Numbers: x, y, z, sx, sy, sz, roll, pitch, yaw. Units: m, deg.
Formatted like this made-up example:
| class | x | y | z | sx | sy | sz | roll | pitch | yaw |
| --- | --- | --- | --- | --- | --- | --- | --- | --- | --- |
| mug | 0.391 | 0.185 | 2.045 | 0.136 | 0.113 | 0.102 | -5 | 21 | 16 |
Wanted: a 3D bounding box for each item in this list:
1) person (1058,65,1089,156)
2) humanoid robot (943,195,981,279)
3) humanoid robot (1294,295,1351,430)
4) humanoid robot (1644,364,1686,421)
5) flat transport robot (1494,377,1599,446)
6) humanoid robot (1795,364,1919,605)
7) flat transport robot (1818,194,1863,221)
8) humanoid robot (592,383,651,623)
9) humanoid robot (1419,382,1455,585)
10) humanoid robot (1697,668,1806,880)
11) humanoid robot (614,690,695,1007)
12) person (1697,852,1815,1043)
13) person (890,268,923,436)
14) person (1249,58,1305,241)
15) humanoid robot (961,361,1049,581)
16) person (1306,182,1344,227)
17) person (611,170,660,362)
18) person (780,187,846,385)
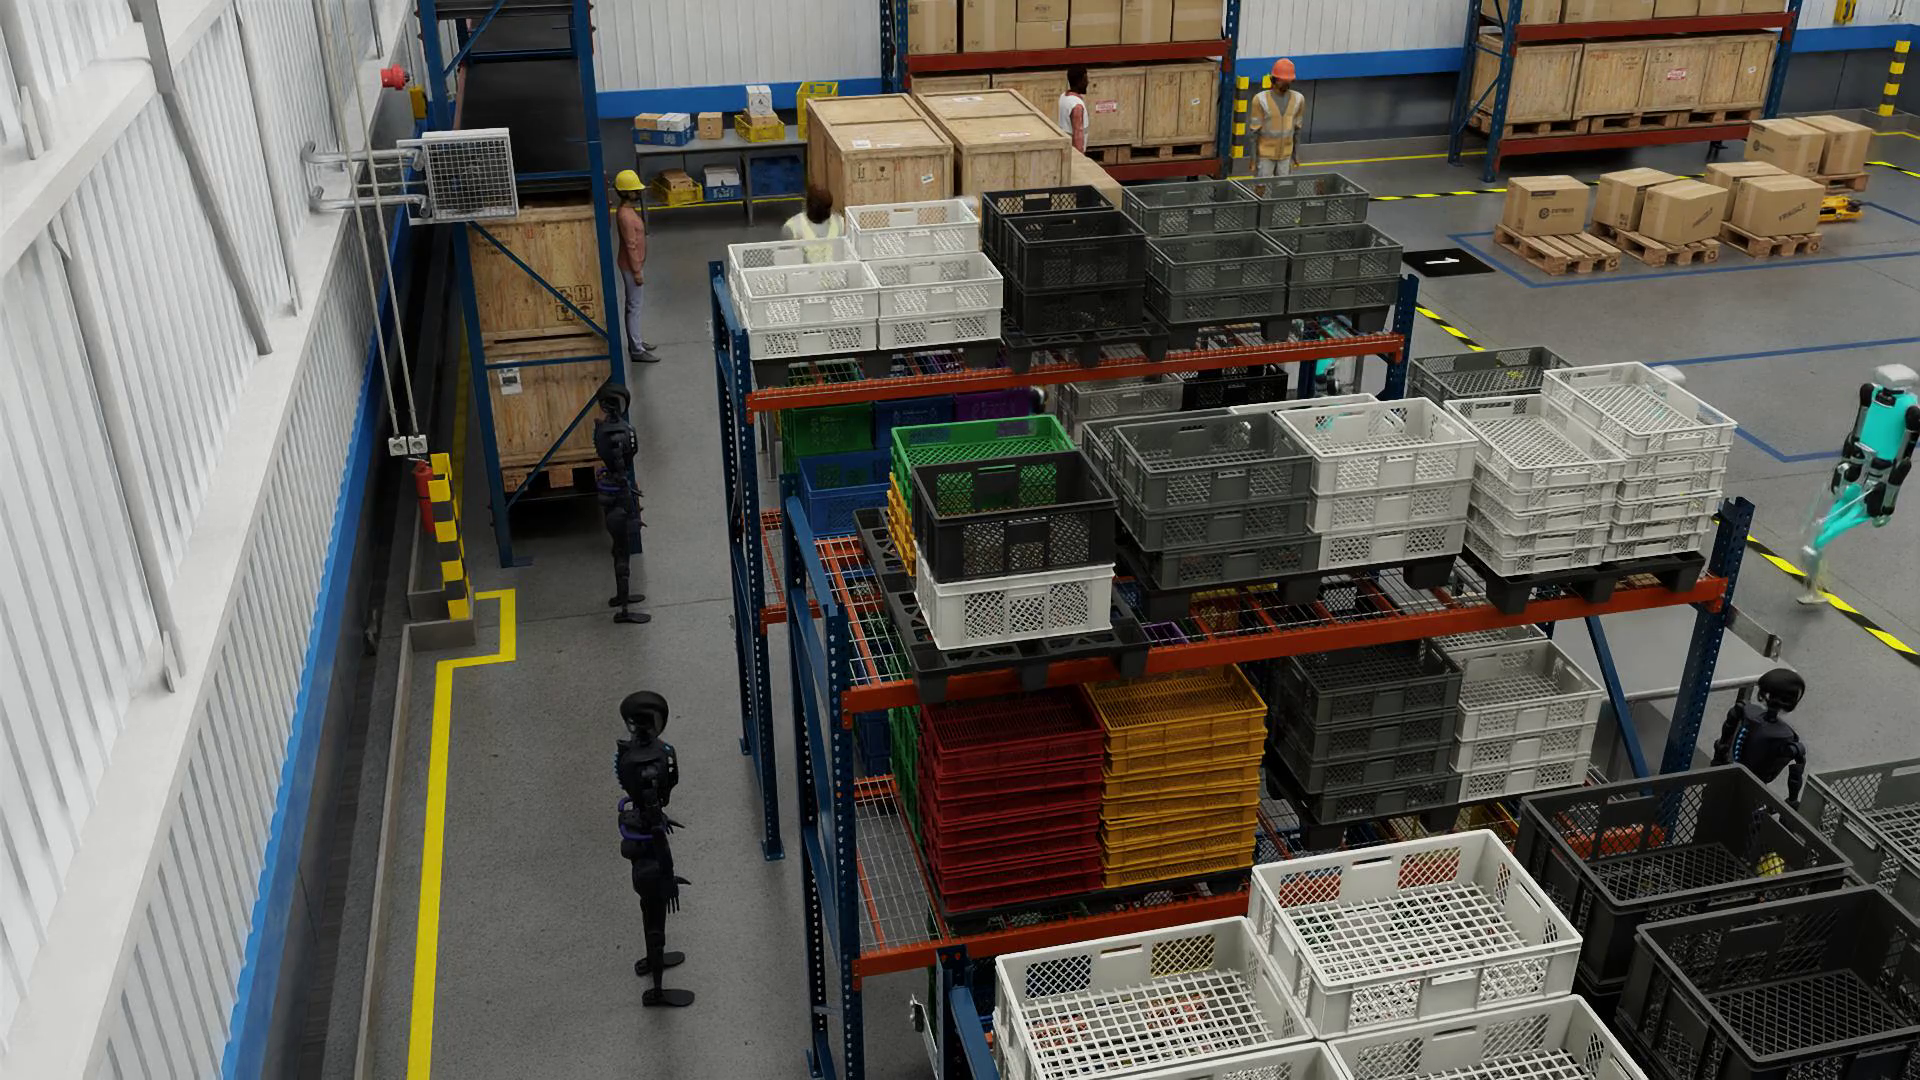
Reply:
| class | x | y | z | sx | sy | sz | roll | pitch | yaw |
| --- | --- | --- | --- | --- | --- | --- | --- | --- | --- |
| person | 1.243 | -4.273 | 18.385 | 0.392 | 1.919 | 0.592 | -7 | 28 | -12 |
| humanoid robot | -0.199 | -2.043 | 14.441 | 0.792 | 1.854 | 0.552 | -8 | 29 | -15 |
| humanoid robot | 2.807 | -0.943 | 12.278 | 0.782 | 1.779 | 0.553 | 14 | 31 | 25 |
| humanoid robot | 4.298 | -0.319 | 10.933 | 0.735 | 1.677 | 0.533 | -6 | 28 | -12 |
| flat transport robot | 4.780 | -1.036 | 14.013 | 0.659 | 0.231 | 1.431 | -6 | 28 | -12 |
| humanoid robot | 5.827 | -0.277 | 11.027 | 0.795 | 1.804 | 0.540 | -6 | 28 | -12 |
| flat transport robot | 9.994 | -4.109 | 19.813 | 0.652 | 0.197 | 1.431 | -6 | 28 | -12 |
| humanoid robot | -2.245 | -0.265 | 11.023 | 0.315 | 1.657 | 0.599 | -6 | 28 | -12 |
| humanoid robot | 3.373 | -0.497 | 11.478 | 0.365 | 1.649 | 0.610 | -5 | 28 | -10 |
| humanoid robot | 3.756 | 1.334 | 7.988 | 0.315 | 1.657 | 0.599 | -6 | 28 | -12 |
| humanoid robot | -1.439 | 1.422 | 7.821 | 0.315 | 1.657 | 0.599 | -6 | 28 | -12 |
| person | 3.096 | 1.967 | 6.744 | 0.610 | 1.728 | 0.484 | -11 | 30 | -21 |
| person | -0.386 | -1.242 | 12.685 | 0.329 | 1.872 | 0.508 | -7 | 28 | -12 |
| person | 3.438 | -4.219 | 18.149 | 0.607 | 2.046 | 0.365 | -7 | 28 | -12 |
| humanoid robot | 0.169 | -0.297 | 11.139 | 0.810 | 1.878 | 0.556 | -21 | 34 | -34 |
| person | 3.160 | -2.295 | 14.743 | 0.402 | 1.835 | 0.530 | -3 | 28 | -6 |
| person | -2.969 | -2.501 | 15.184 | 0.306 | 1.768 | 0.524 | -7 | 28 | -12 |
| person | -1.217 | -2.205 | 14.607 | 0.647 | 1.780 | 0.959 | -15 | 31 | -27 |
